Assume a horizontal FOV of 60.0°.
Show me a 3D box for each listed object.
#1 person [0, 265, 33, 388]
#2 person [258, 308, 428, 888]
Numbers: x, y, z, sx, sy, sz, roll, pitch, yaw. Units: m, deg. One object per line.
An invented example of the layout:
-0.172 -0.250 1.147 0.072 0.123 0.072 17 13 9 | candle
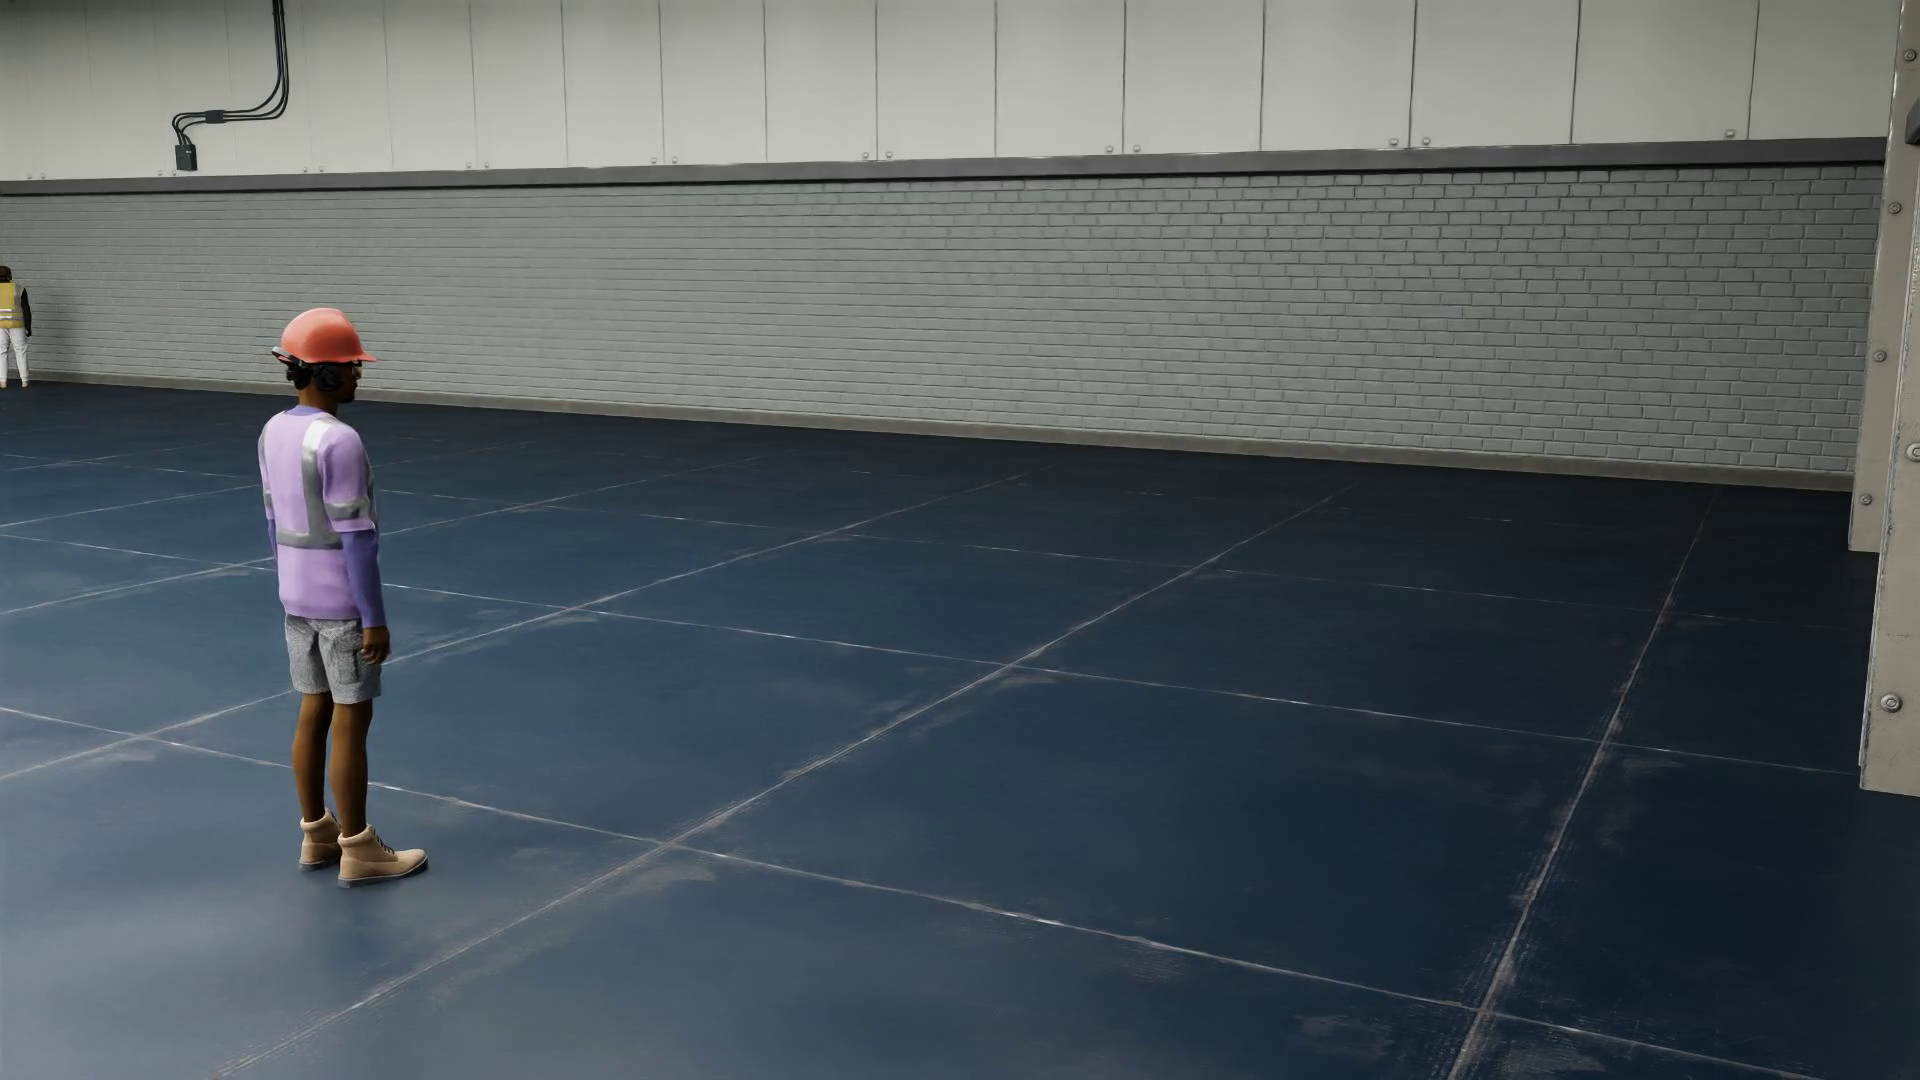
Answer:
-14.402 -3.227 25.186 0.632 1.843 0.429 -5 11 -23 | person
-2.210 0.208 5.904 0.607 2.044 0.372 9 14 41 | person
